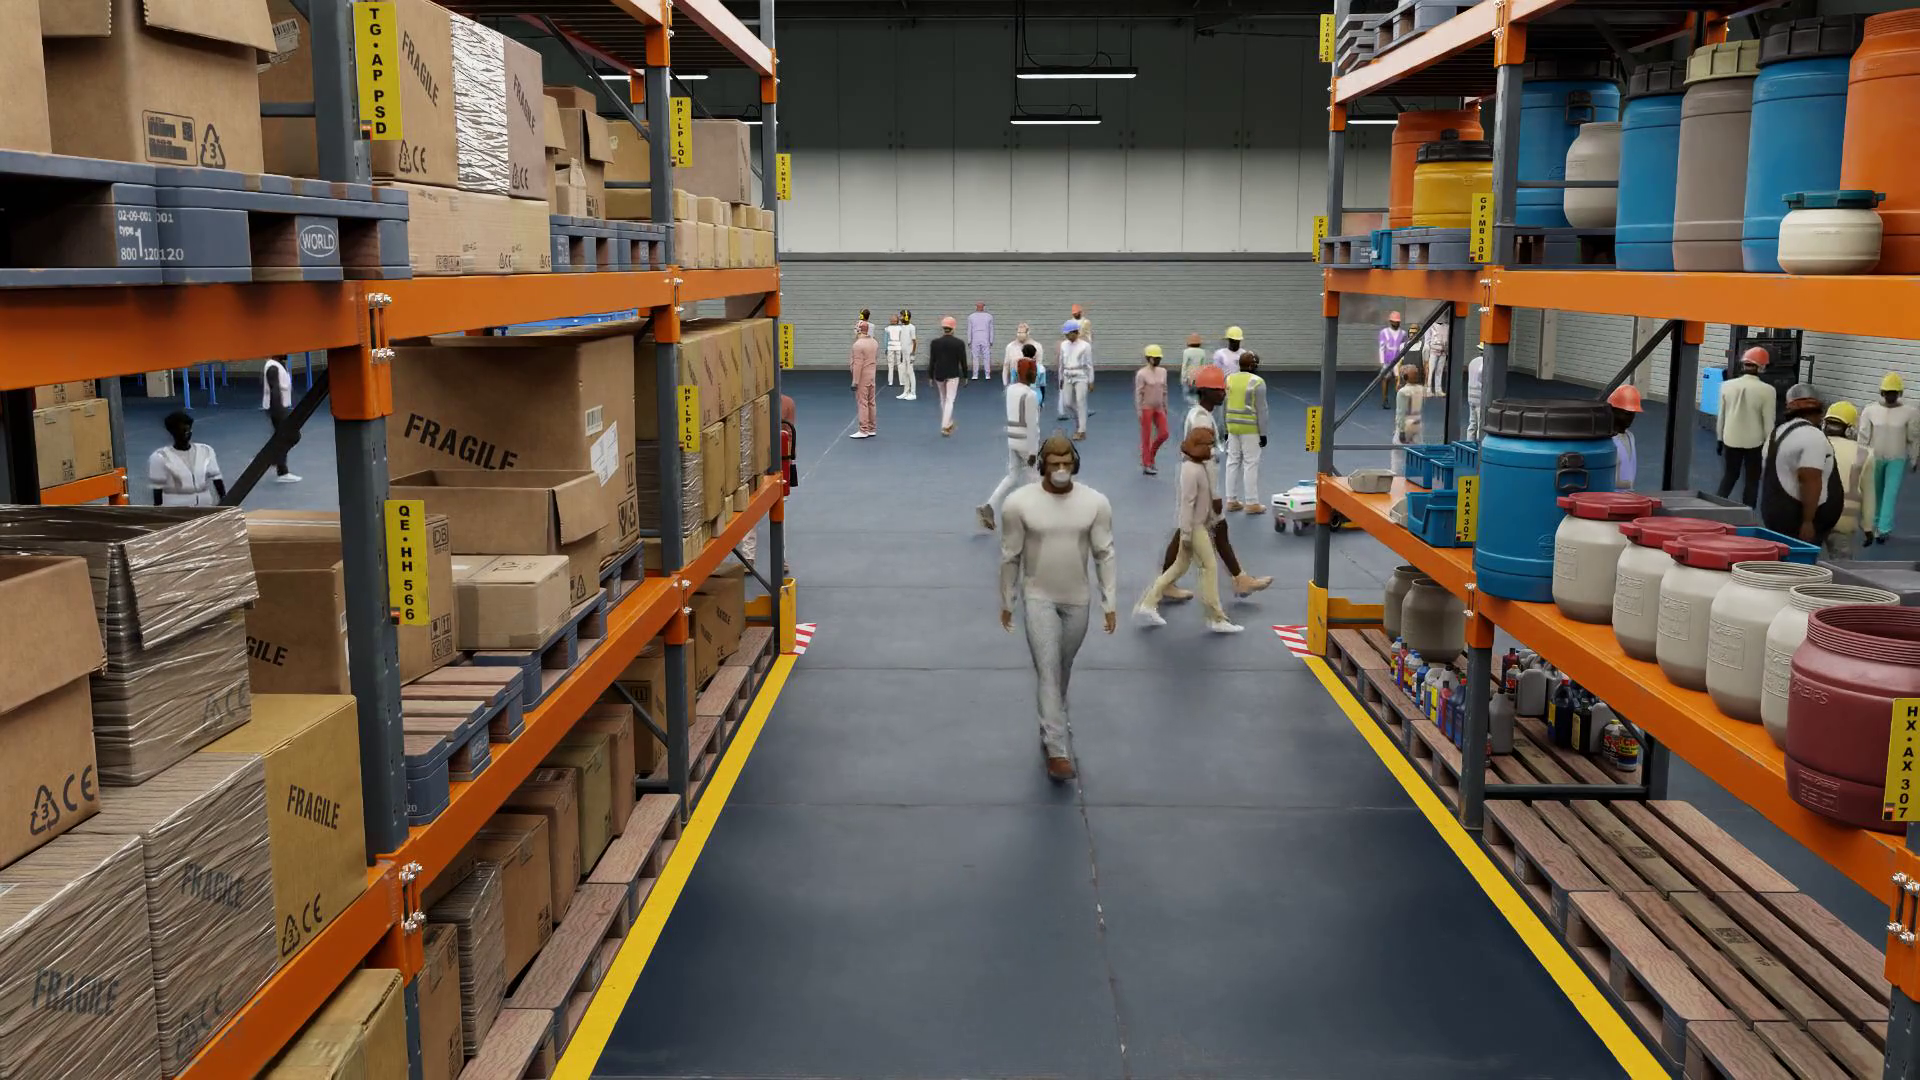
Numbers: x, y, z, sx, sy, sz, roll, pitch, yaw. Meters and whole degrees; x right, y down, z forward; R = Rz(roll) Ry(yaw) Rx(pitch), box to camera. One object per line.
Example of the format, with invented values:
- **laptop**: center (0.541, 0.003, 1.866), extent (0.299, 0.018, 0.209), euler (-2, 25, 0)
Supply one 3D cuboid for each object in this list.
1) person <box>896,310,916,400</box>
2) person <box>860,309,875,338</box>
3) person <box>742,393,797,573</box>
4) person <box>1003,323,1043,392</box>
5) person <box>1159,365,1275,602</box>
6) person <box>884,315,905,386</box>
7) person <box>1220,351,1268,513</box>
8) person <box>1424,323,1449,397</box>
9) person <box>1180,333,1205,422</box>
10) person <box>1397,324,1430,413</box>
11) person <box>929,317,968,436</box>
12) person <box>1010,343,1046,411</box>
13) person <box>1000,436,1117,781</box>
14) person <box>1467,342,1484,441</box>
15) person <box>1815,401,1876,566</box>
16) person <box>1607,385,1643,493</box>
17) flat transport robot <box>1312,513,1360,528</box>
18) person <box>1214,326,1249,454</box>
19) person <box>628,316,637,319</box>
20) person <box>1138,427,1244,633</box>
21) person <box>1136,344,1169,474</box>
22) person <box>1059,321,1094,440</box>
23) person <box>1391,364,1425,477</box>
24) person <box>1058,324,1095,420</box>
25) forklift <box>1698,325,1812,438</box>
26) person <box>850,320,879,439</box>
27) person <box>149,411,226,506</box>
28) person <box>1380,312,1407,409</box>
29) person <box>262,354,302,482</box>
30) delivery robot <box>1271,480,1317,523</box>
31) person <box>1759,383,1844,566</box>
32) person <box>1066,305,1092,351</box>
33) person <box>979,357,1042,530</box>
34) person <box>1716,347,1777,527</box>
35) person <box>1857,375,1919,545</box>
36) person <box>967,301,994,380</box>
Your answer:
- **person**: center (-1.104, -3.872, 34.769), extent (0.327, 1.865, 0.514), euler (-6, 11, -30)
- **person**: center (-2.016, -3.984, 35.421), extent (0.311, 1.869, 0.532), euler (7, 12, 37)
- **person**: center (-1.806, -0.691, 15.321), extent (0.623, 1.993, 0.384), euler (-2, 10, -12)
- **person**: center (1.031, -2.599, 27.124), extent (0.653, 1.875, 0.900), euler (4, 10, 23)
- **person**: center (2.134, -0.456, 13.922), extent (1.049, 1.986, 0.630), euler (1, 10, 8)
- **person**: center (-1.501, -4.384, 38.517), extent (0.515, 1.636, 0.315), euler (1, 10, 6)
- **person**: center (3.283, -1.242, 19.087), extent (0.429, 1.839, 0.634), euler (-8, 12, -40)
- **person**: center (10.179, -3.976, 35.457), extent (0.625, 1.844, 0.429), euler (-4, 10, -25)
- **person**: center (4.151, -2.846, 29.356), extent (0.509, 1.613, 0.546), euler (-7, 12, -36)
- **person**: center (7.460, -2.633, 27.400), extent (0.517, 1.843, 0.326), euler (5, 11, 26)
- **person**: center (-0.192, -2.725, 27.664), extent (0.636, 1.951, 1.030), euler (3, 10, 17)
- **person**: center (1.001, -2.017, 24.208), extent (0.546, 1.680, 0.560), euler (-2, 10, -9)
- **person**: center (0.561, 0.344, 9.461), extent (0.648, 1.889, 1.014), euler (-2, 10, -10)
- **person**: center (7.294, -1.916, 23.188), extent (0.404, 1.825, 0.598), euler (-2, 10, -11)
- **person**: center (6.558, -0.150, 12.634), extent (0.700, 1.804, 0.446), euler (5, 11, 29)
- **person**: center (4.967, -0.215, 12.649), extent (0.547, 1.934, 0.376), euler (-9, 13, -42)
- **flat transport robot**: center (4.478, -0.324, 18.404), extent (1.431, 0.197, 0.652), euler (-7, 12, -36)
- **person**: center (4.051, -2.199, 24.610), extent (0.590, 1.915, 0.413), euler (-4, 10, -25)
- **person**: center (-5.845, -3.116, 30.183), extent (1.008, 1.891, 0.564), euler (4, 10, 22)
- **person**: center (1.784, -0.096, 12.948), extent (0.816, 1.602, 0.508), euler (2, 10, 11)
- **person**: center (2.607, -1.765, 22.450), extent (0.553, 1.750, 0.362), euler (-6, 11, -32)
- **person**: center (1.889, -2.593, 26.956), extent (0.694, 1.922, 0.544), euler (7, 12, 37)
- **person**: center (5.572, -1.359, 20.467), extent (0.519, 1.614, 0.751), euler (-7, 12, -36)
- **person**: center (2.098, -3.054, 30.254), extent (0.868, 1.726, 0.543), euler (-9, 13, -42)
- **forklift**: center (13.248, -3.165, 27.620), extent (1.129, 2.768, 1.873), euler (0, 9, 1)
- **person**: center (-1.592, -2.622, 27.146), extent (0.405, 1.911, 0.636), euler (5, 11, 26)
- **person**: center (-6.163, -0.206, 13.404), extent (0.748, 1.656, 0.543), euler (6, 11, 33)
- **person**: center (8.411, -3.462, 32.223), extent (0.555, 1.890, 0.971), euler (0, 9, -1)
- **person**: center (-8.844, -1.706, 21.667), extent (0.449, 1.902, 0.598), euler (-2, 10, -10)
- **delivery robot**: center (3.646, -0.393, 17.688), extent (0.707, 0.478, 0.477), euler (-7, 12, -36)
- **person**: center (6.116, -0.145, 12.042), extent (0.533, 2.000, 0.843), euler (1, 9, 4)
- **person**: center (2.756, -4.508, 38.508), extent (0.575, 1.873, 0.992), euler (2, 10, 14)
- **person**: center (0.622, -1.002, 17.569), extent (0.802, 1.866, 0.578), euler (-6, 11, -32)
- **person**: center (8.233, -1.043, 17.489), extent (0.632, 1.974, 0.630), euler (-8, 12, -38)
- **person**: center (9.428, -0.824, 16.936), extent (0.544, 1.715, 0.924), euler (7, 12, 35)
- **person**: center (0.495, -4.855, 40.528), extent (0.643, 1.910, 0.400), euler (0, 9, -2)
